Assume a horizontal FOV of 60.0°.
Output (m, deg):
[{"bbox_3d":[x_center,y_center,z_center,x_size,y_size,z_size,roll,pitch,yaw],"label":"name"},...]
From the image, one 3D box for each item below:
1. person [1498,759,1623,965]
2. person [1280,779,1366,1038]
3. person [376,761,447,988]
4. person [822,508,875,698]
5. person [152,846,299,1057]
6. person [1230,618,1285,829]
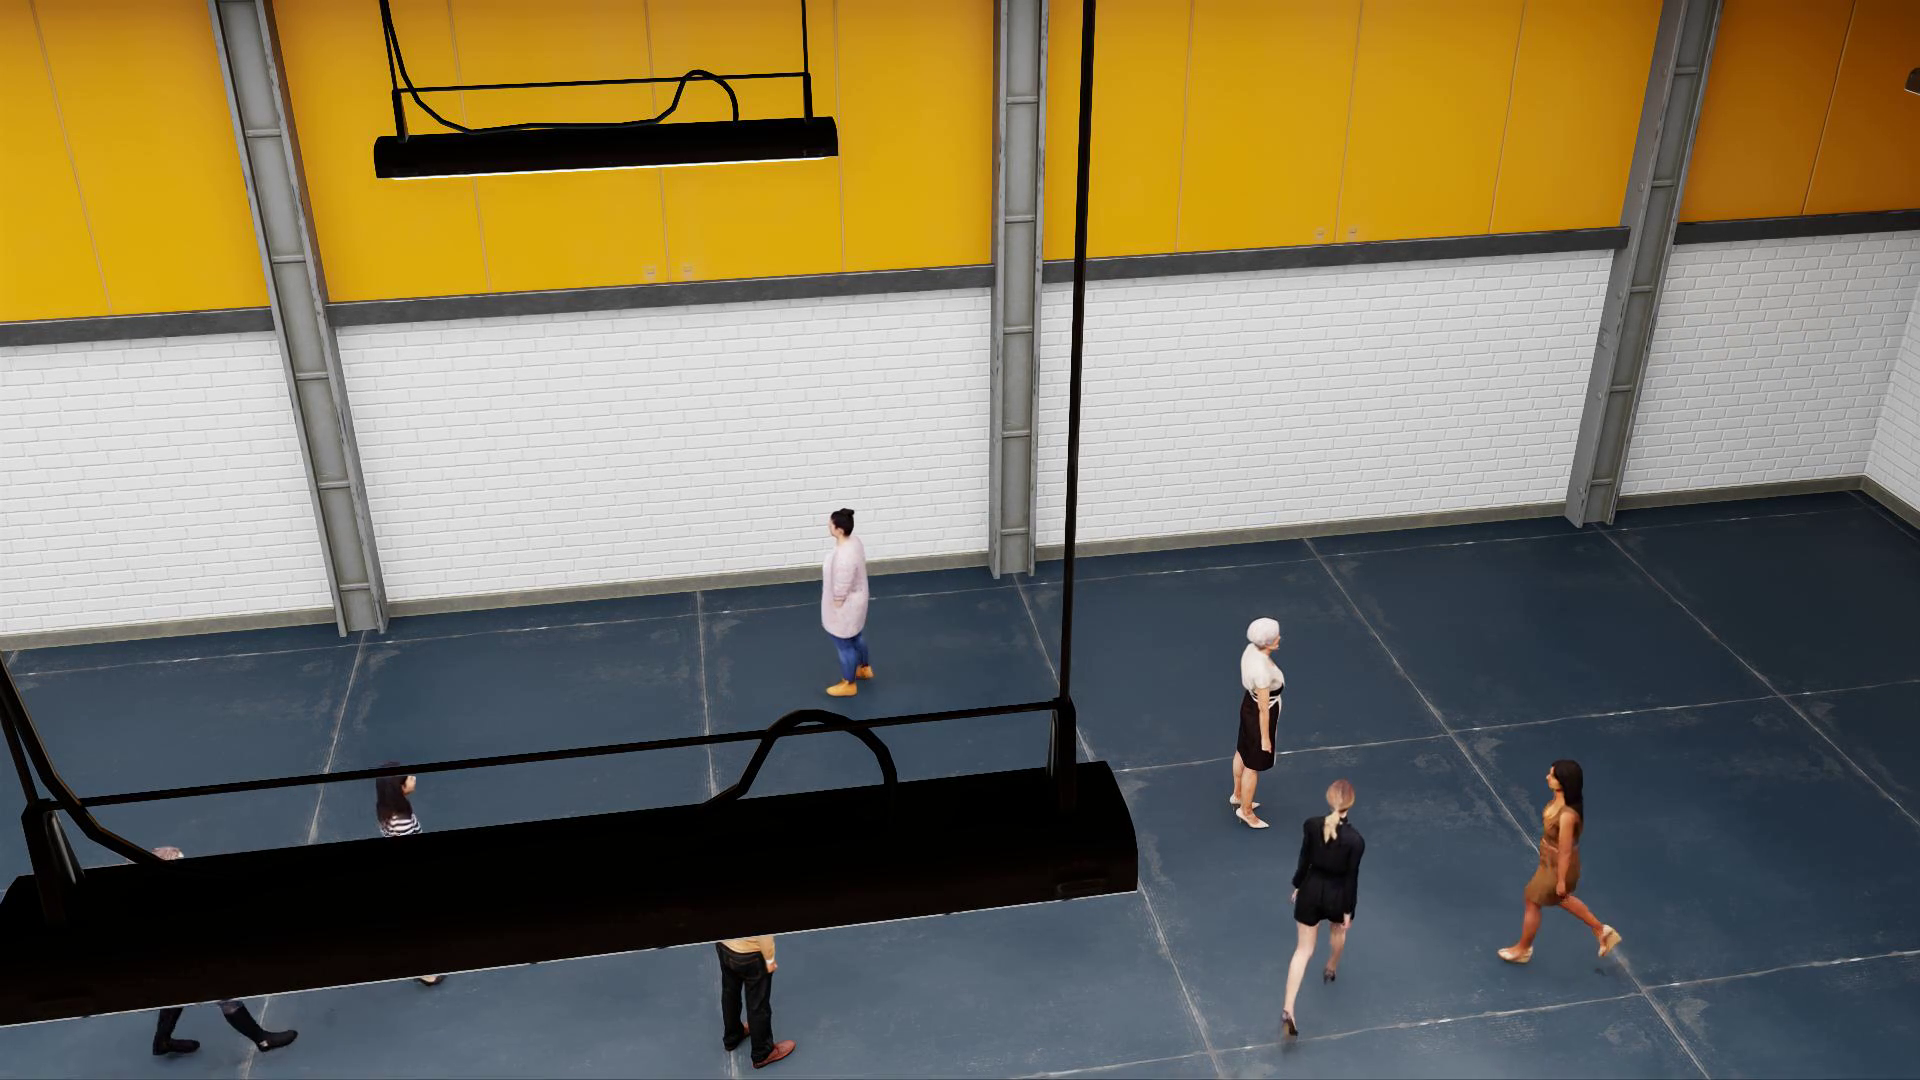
[{"bbox_3d":[3.989,2.154,10.871,1.066,1.664,0.829,7,29,12],"label":"person"},{"bbox_3d":[2.259,2.351,10.459,1.124,1.712,1.093,15,32,25],"label":"person"},{"bbox_3d":[-3.607,2.211,10.643,0.770,1.782,0.713,-17,33,-28],"label":"person"},{"bbox_3d":[-0.919,0.499,13.822,0.753,1.744,0.780,4,29,7],"label":"person"},{"bbox_3d":[-4.789,2.555,10.162,1.127,1.639,0.681,-8,30,-14],"label":"person"},{"bbox_3d":[2.177,1.339,12.270,0.551,1.756,0.646,-2,29,-4],"label":"person"}]
